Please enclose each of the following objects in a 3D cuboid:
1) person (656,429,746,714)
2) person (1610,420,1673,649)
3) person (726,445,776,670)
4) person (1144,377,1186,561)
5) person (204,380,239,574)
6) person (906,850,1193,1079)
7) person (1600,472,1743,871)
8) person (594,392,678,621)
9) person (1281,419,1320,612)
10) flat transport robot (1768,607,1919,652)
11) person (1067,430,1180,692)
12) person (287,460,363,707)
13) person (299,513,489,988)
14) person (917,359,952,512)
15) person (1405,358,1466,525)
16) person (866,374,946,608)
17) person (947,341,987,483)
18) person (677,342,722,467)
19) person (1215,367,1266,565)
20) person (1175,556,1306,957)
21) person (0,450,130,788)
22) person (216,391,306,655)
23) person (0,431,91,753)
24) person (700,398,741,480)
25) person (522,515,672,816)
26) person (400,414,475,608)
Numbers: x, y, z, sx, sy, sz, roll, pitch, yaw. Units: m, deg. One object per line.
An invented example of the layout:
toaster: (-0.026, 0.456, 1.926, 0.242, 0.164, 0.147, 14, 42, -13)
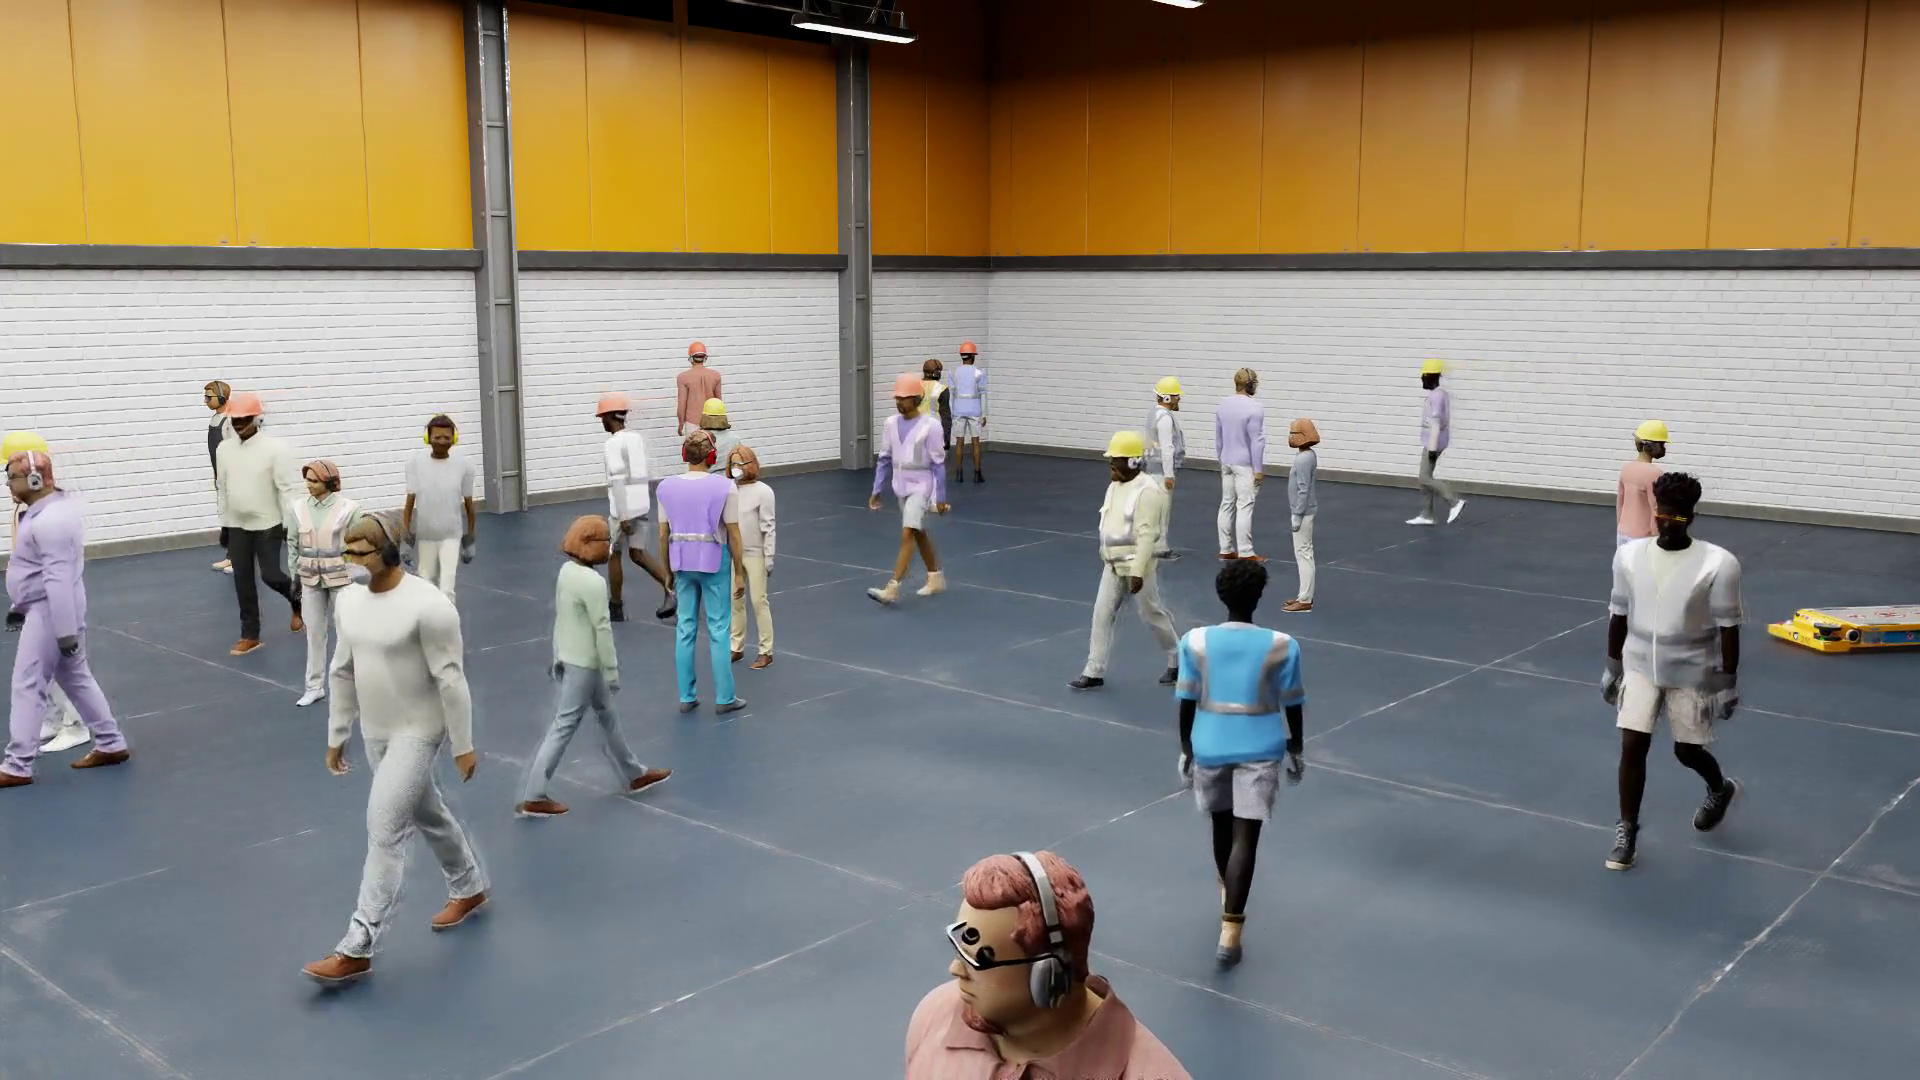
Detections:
person: (-1.670, 0.213, 10.726, 0.563, 1.847, 0.388, 2, 9, 13)
person: (5.091, -0.014, 12.416, 0.329, 1.765, 0.525, -1, 9, -8)
person: (-1.544, 0.122, 12.004, 0.507, 1.628, 0.280, 5, 11, 31)
person: (2.044, -0.712, 16.583, 0.403, 1.830, 0.599, -1, 9, -5)
person: (-6.998, -0.604, 15.890, 0.505, 1.842, 0.332, 9, 12, 43)
person: (0.113, 1.444, 2.826, 0.642, 1.905, 0.399, 8, 12, 41)
person: (3.469, 0.601, 8.062, 0.653, 1.929, 0.841, 9, 13, 44)
person: (-2.623, -0.256, 13.549, 0.777, 1.895, 0.552, 4, 10, 23)
person: (2.880, -0.208, 14.039, 0.269, 1.632, 0.509, 3, 9, 18)
flat transport robot: (7.073, 0.671, 12.783, 1.431, 0.197, 0.652, -1, 9, -9)
person: (1.208, 0.141, 11.345, 0.900, 1.796, 0.588, -5, 10, -27)
person: (-4.154, 0.284, 10.942, 0.514, 1.636, 0.314, 0, 9, 3)
person: (-2.347, 0.814, 6.886, 0.637, 1.876, 1.041, 6, 11, 32)
person: (-0.346, -1.255, 19.995, 0.629, 1.836, 0.429, 7, 11, 37)
person: (5.381, -1.093, 18.739, 0.545, 1.907, 0.603, 2, 9, 11)
person: (-0.459, -0.427, 14.309, 0.621, 1.981, 1.087, 8, 12, 41)
person: (0.099, -1.741, 22.722, 0.547, 1.934, 0.376, 1, 9, 8)
person: (-3.311, -1.519, 21.142, 0.612, 1.995, 0.377, -6, 11, -32)
person: (2.744, -0.717, 16.279, 0.375, 1.939, 0.628, -5, 10, -30)
person: (1.185, 0.893, 7.077, 0.536, 1.654, 0.889, 3, 10, 19)
person: (-5.140, 0.423, 9.329, 0.783, 1.873, 0.659, -4, 10, -23)
person: (-5.293, -0.147, 12.601, 0.624, 1.977, 0.673, 2, 9, 12)
person: (-5.463, 0.305, 9.920, 0.383, 1.922, 0.587, -9, 13, -44)
person: (-2.180, -0.399, 14.897, 0.487, 1.744, 0.294, -9, 13, -44)
person: (-1.957, 0.651, 8.810, 0.888, 1.576, 0.503, -5, 11, -31)
person: (-3.825, -0.021, 12.230, 0.547, 1.841, 0.725, -2, 9, -10)
